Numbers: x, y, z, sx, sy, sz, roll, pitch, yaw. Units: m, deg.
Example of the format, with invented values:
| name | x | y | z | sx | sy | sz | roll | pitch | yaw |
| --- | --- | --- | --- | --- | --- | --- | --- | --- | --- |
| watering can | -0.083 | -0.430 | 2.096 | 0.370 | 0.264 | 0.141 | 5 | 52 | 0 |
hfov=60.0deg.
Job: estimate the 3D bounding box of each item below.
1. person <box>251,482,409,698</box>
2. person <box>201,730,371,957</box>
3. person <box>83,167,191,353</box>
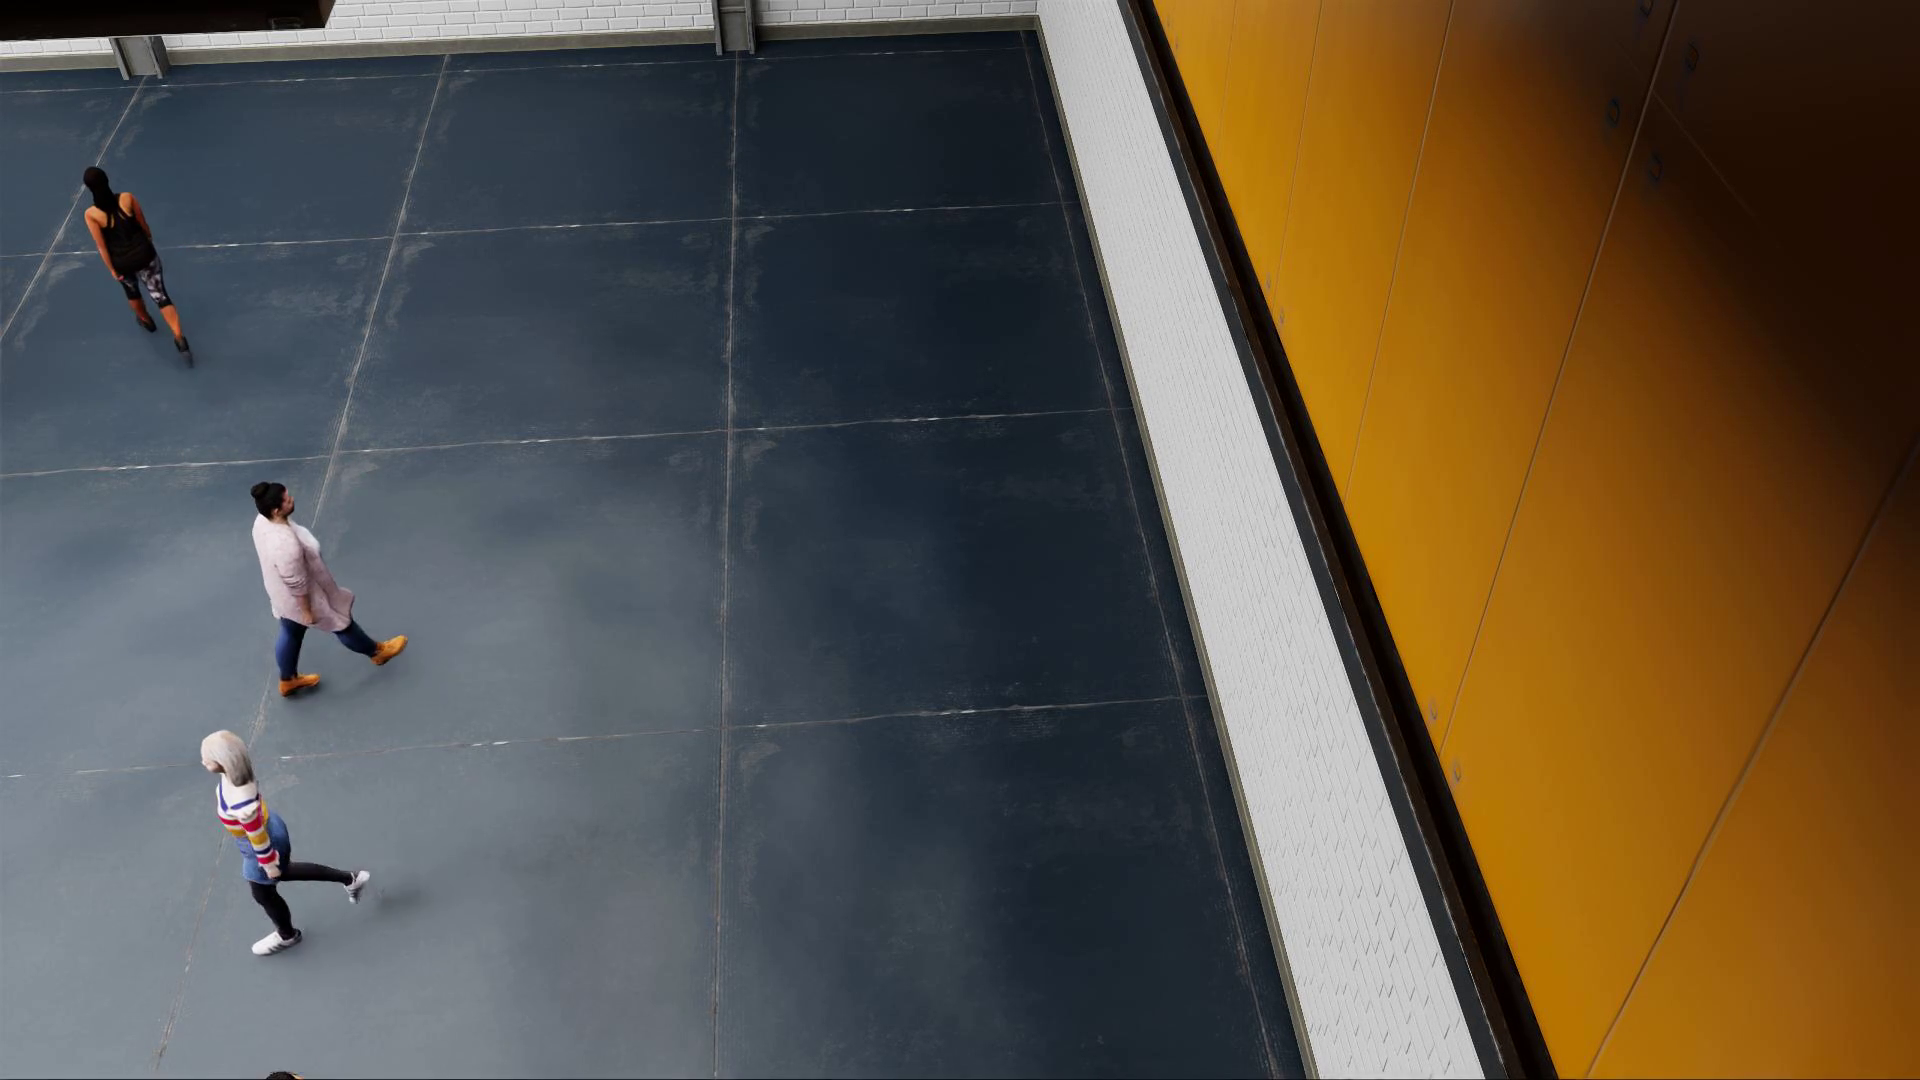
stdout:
| name | x | y | z | sx | sy | sz | roll | pitch | yaw |
| --- | --- | --- | --- | --- | --- | --- | --- | --- | --- |
| person | -4.199 | 0.347 | 10.388 | 1.205 | 1.698 | 1.043 | -27 | 50 | -26 |
| person | -3.700 | 1.600 | 9.003 | 1.047 | 1.794 | 0.841 | -17 | 46 | -17 |
| person | -6.478 | -2.189 | 13.103 | 1.097 | 1.624 | 1.033 | -28 | 50 | -27 |
